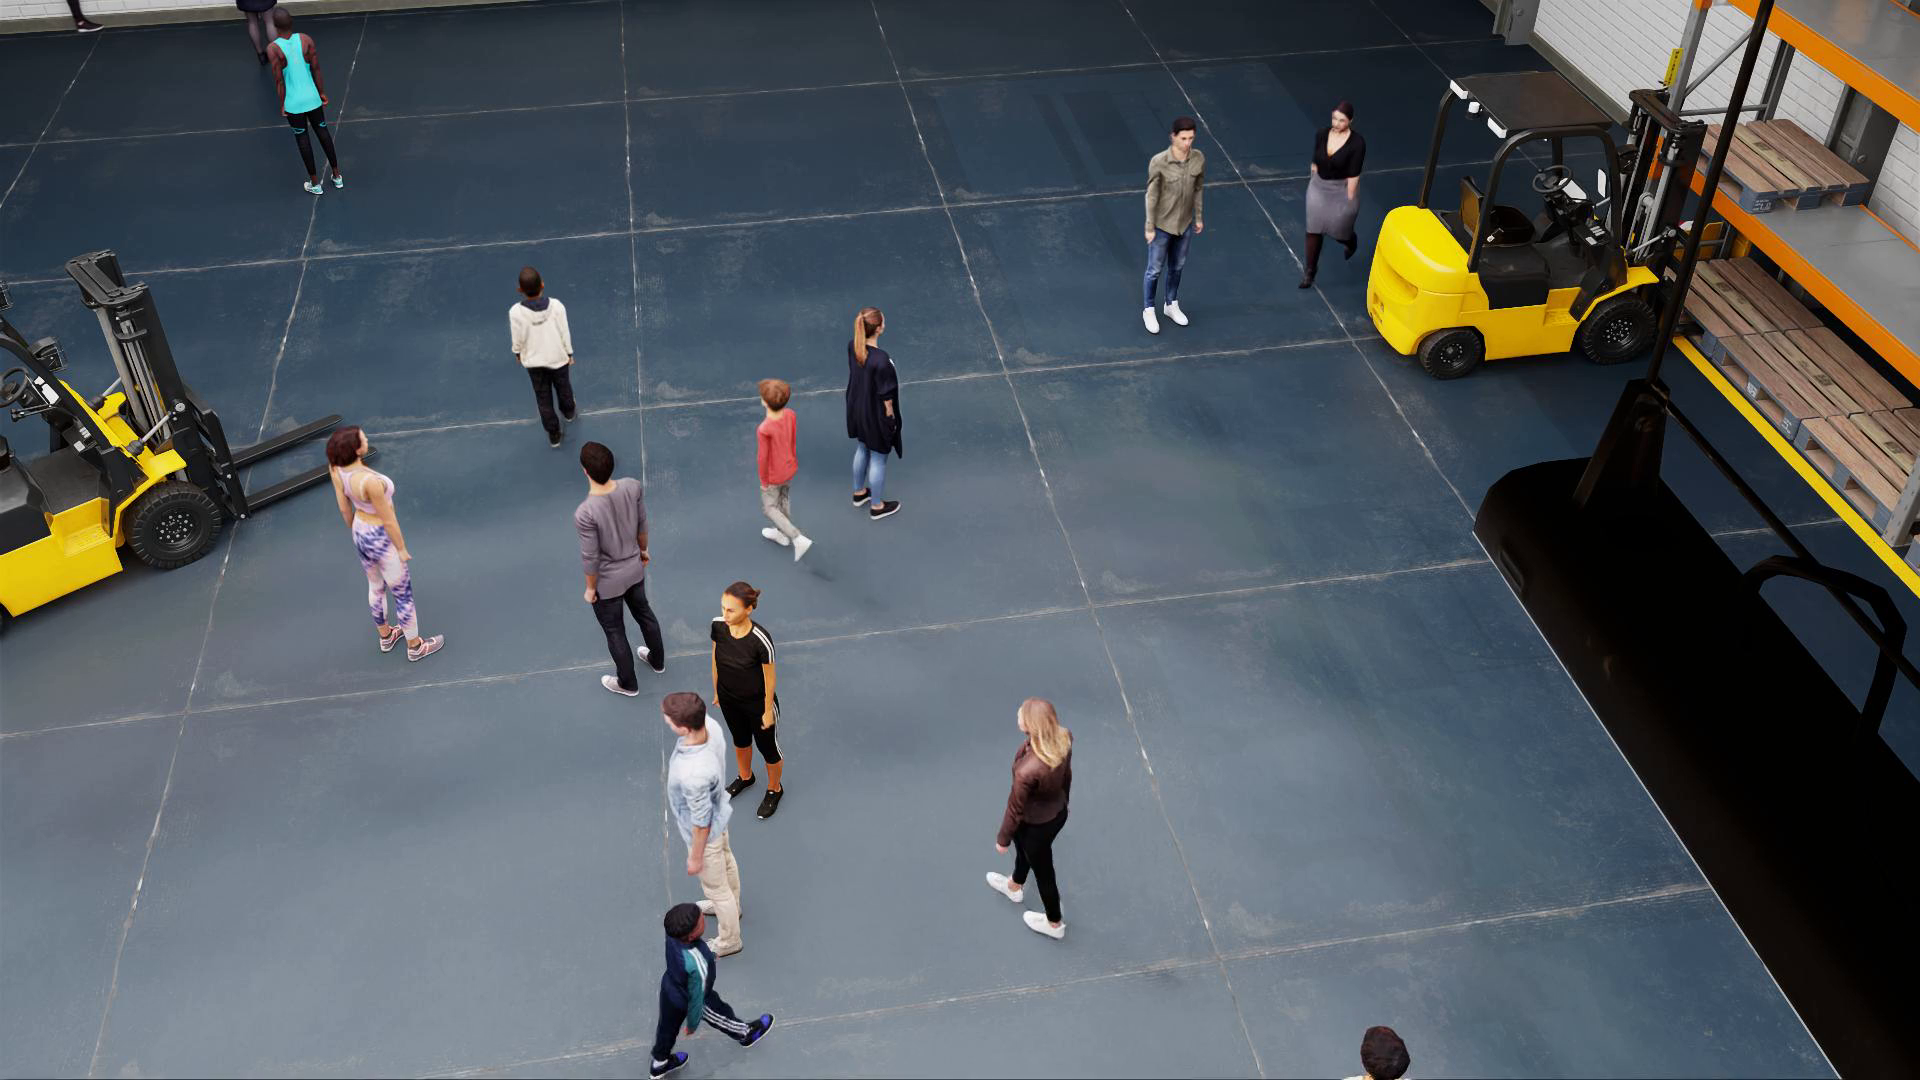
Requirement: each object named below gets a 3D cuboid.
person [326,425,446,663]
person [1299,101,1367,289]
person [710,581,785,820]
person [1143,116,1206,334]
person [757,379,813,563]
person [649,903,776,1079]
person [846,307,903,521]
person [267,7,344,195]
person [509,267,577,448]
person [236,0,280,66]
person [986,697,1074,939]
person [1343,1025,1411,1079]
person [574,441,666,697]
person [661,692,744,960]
[{"bbox_3d":[-3.706,0.012,10.598,0.674,1.765,0.715,19,42,22],"label":"person"},{"bbox_3d":[3.286,-2.991,14.384,0.986,1.735,1.020,30,47,32],"label":"person"},{"bbox_3d":[-1.220,0.894,9.571,0.665,1.669,0.713,21,43,24],"label":"person"},{"bbox_3d":[1.754,-2.652,13.852,0.755,1.868,0.674,-15,41,-18],"label":"person"},{"bbox_3d":[-1.211,-0.468,11.492,0.858,1.400,0.783,27,46,29],"label":"person"},{"bbox_3d":[-1.399,2.252,8.230,0.816,1.221,0.906,-25,45,-28],"label":"person"},{"bbox_3d":[-0.633,-0.902,11.809,0.772,1.683,0.649,-25,45,-28],"label":"person"},{"bbox_3d":[-6.248,-4.175,15.805,0.691,1.811,0.687,-28,46,-30],"label":"person"},{"bbox_3d":[-3.139,-1.351,12.570,0.600,1.434,0.794,-6,39,-7],"label":"person"},{"bbox_3d":[-7.779,-6.058,18.274,0.735,1.673,0.729,3,39,3],"label":"person"},{"bbox_3d":[0.495,1.518,8.774,0.936,1.689,0.885,21,43,24],"label":"person"},{"bbox_3d":[1.777,2.774,7.303,0.692,1.563,1.008,-1,39,-1],"label":"person"},{"bbox_3d":[-2.130,0.180,10.320,0.775,1.851,0.732,25,45,28],"label":"person"},{"bbox_3d":[-1.325,1.477,8.699,0.739,1.847,0.536,-1,39,-1],"label":"person"}]
